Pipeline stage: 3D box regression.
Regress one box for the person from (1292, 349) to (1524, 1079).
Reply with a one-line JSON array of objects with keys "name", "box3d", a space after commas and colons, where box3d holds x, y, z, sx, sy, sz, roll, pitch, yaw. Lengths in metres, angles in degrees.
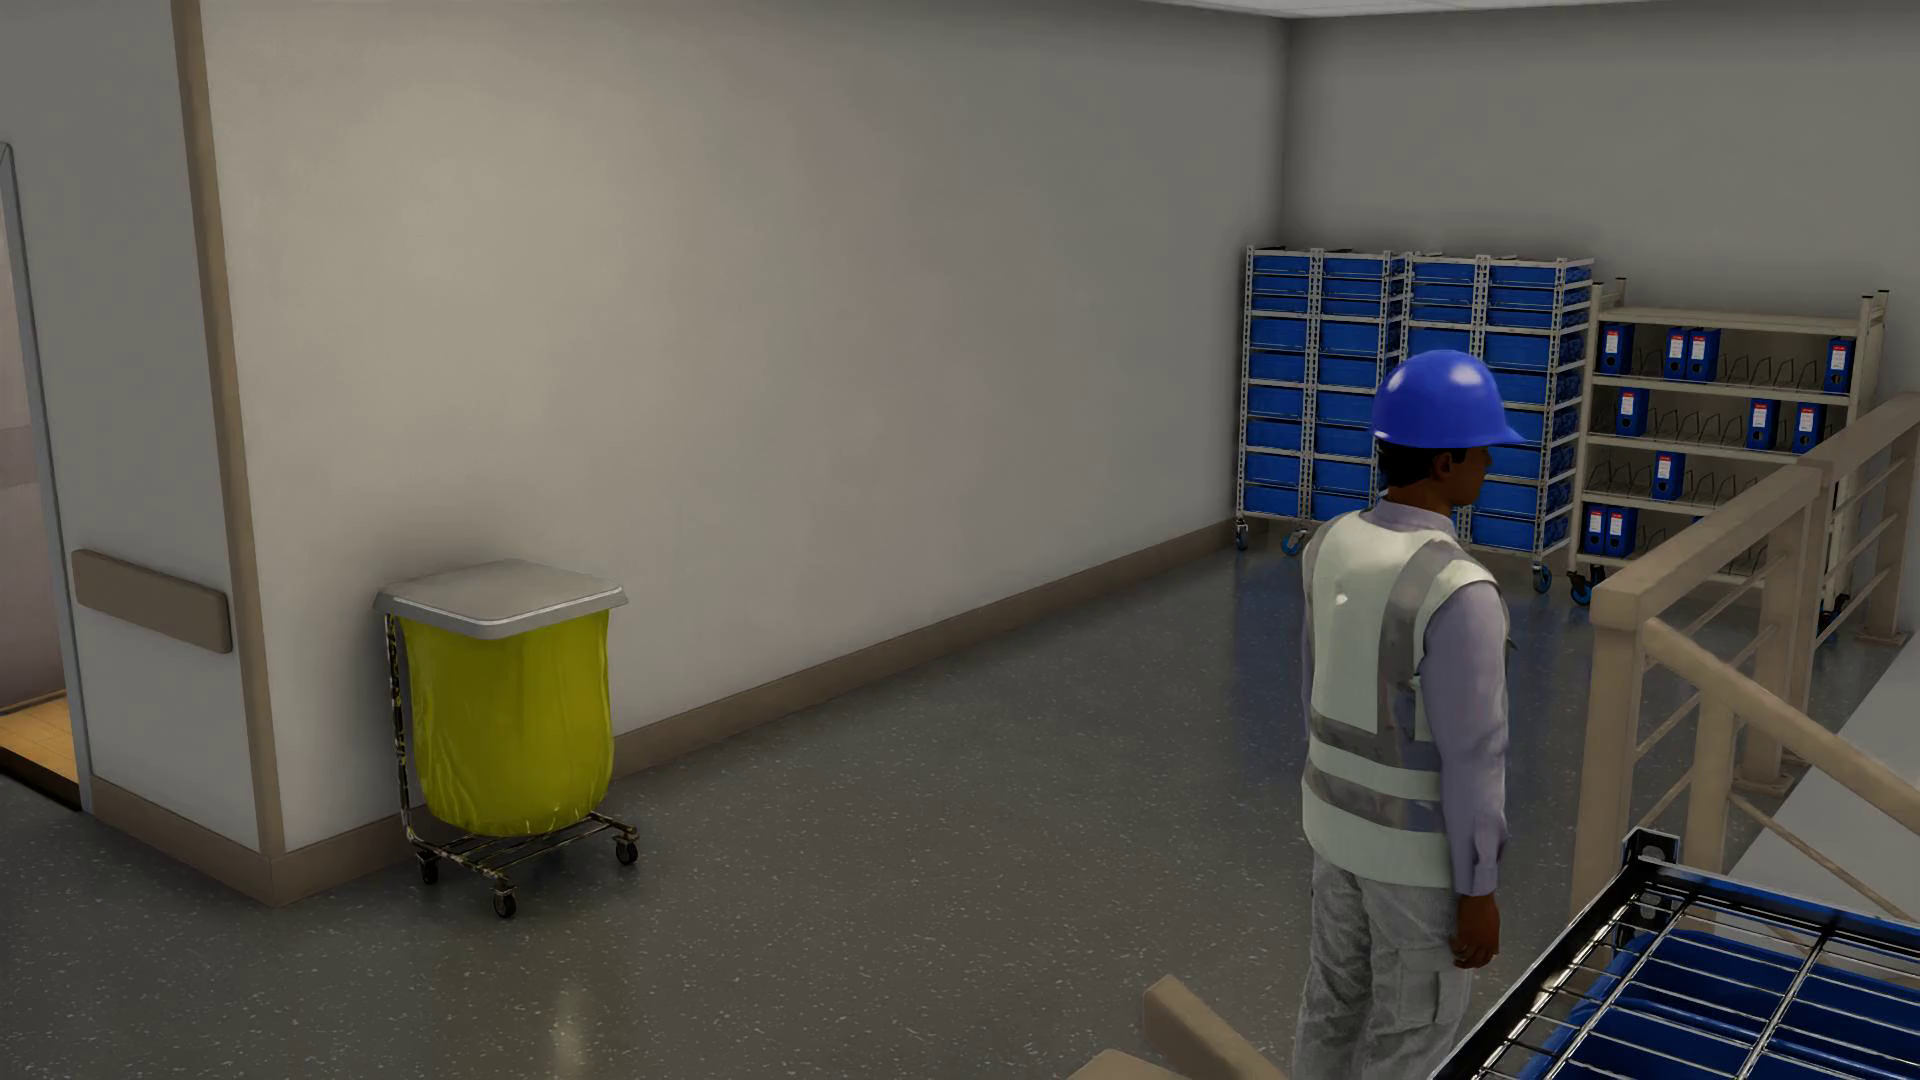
[{"name": "person", "box3d": [0.891, 0.589, 3.360, 0.385, 1.948, 0.602, -4, 14, -18]}]
